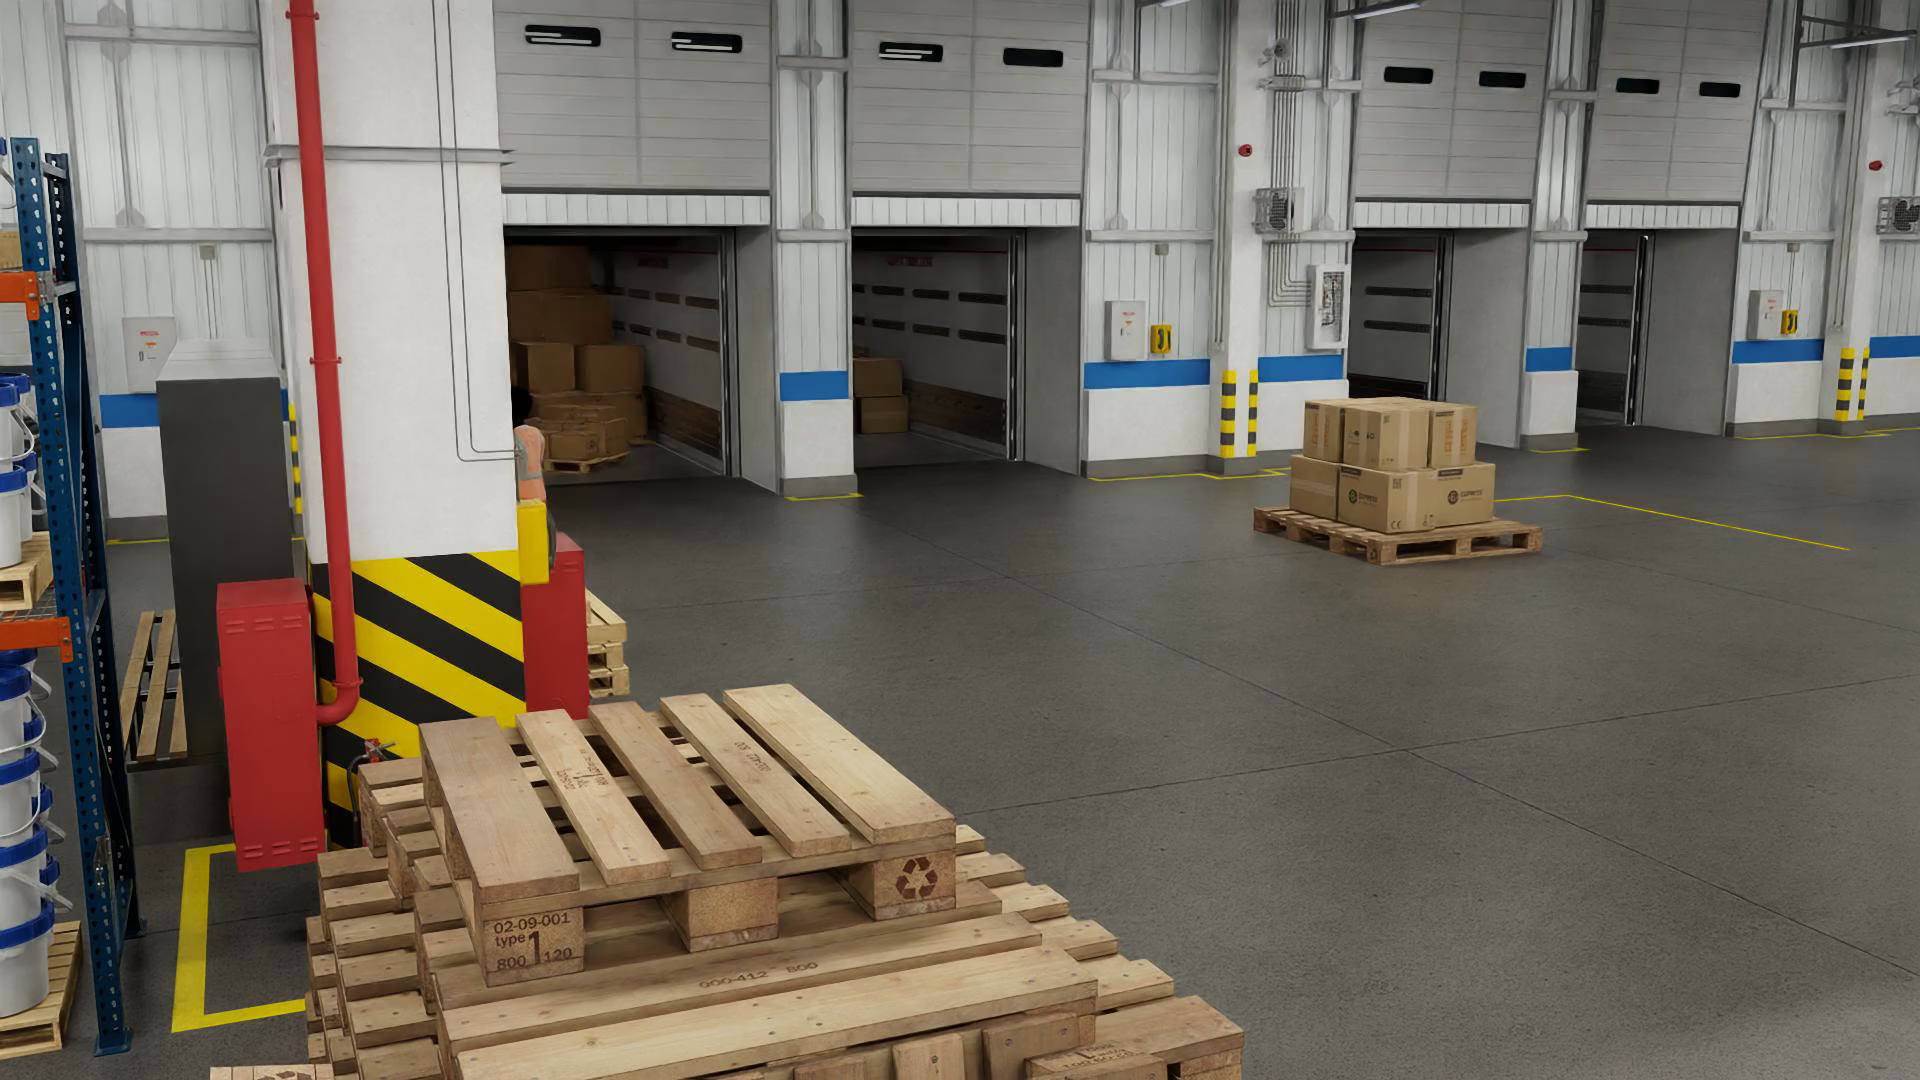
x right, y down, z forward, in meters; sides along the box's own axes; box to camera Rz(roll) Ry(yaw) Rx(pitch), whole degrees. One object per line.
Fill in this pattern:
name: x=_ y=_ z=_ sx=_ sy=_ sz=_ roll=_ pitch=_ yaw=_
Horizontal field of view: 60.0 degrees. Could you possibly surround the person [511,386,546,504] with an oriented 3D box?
person: x=-3.113 y=-0.245 z=11.794 sx=0.318 sy=1.699 sz=0.535 roll=2 pitch=10 yaw=9
